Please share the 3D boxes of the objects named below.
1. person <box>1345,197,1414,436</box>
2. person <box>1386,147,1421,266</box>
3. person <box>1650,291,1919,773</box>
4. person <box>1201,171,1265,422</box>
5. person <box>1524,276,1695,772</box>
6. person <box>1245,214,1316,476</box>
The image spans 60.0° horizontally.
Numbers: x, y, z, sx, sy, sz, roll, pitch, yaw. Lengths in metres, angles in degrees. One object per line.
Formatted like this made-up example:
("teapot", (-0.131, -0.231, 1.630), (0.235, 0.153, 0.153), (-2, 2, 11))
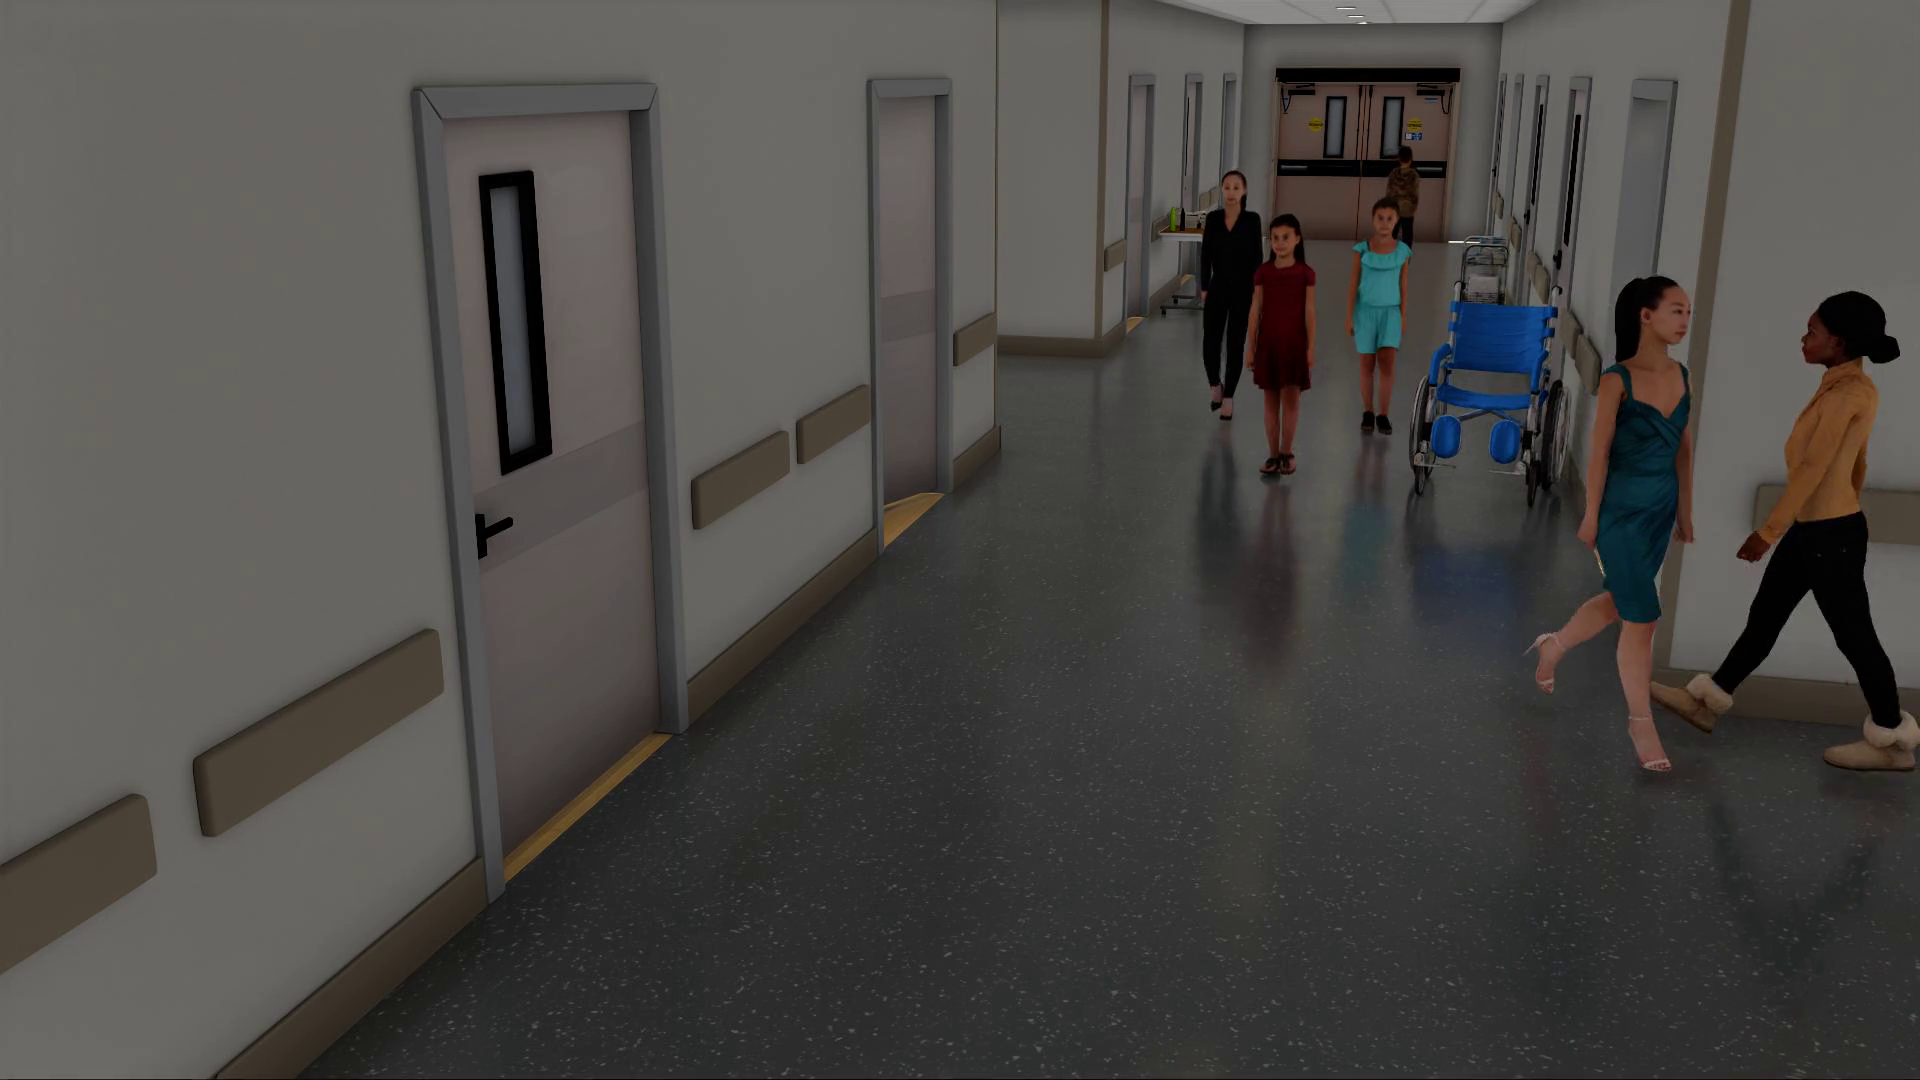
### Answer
("person", (2.779, -1.495, 11.085), (0.550, 1.545, 0.712), (5, 16, 16))
("person", (5.410, -4.085, 20.456), (0.677, 1.445, 0.887), (7, 17, 24))
("person", (2.994, 0.025, 5.569), (0.806, 1.612, 1.108), (8, 18, 27))
("person", (1.861, -1.660, 11.381), (0.577, 1.701, 0.568), (4, 16, 15))
("person", (2.304, -0.069, 5.842), (0.946, 1.646, 1.099), (-6, 17, -20))
("person", (1.935, -1.164, 9.922), (0.578, 1.539, 0.646), (6, 17, 19))
